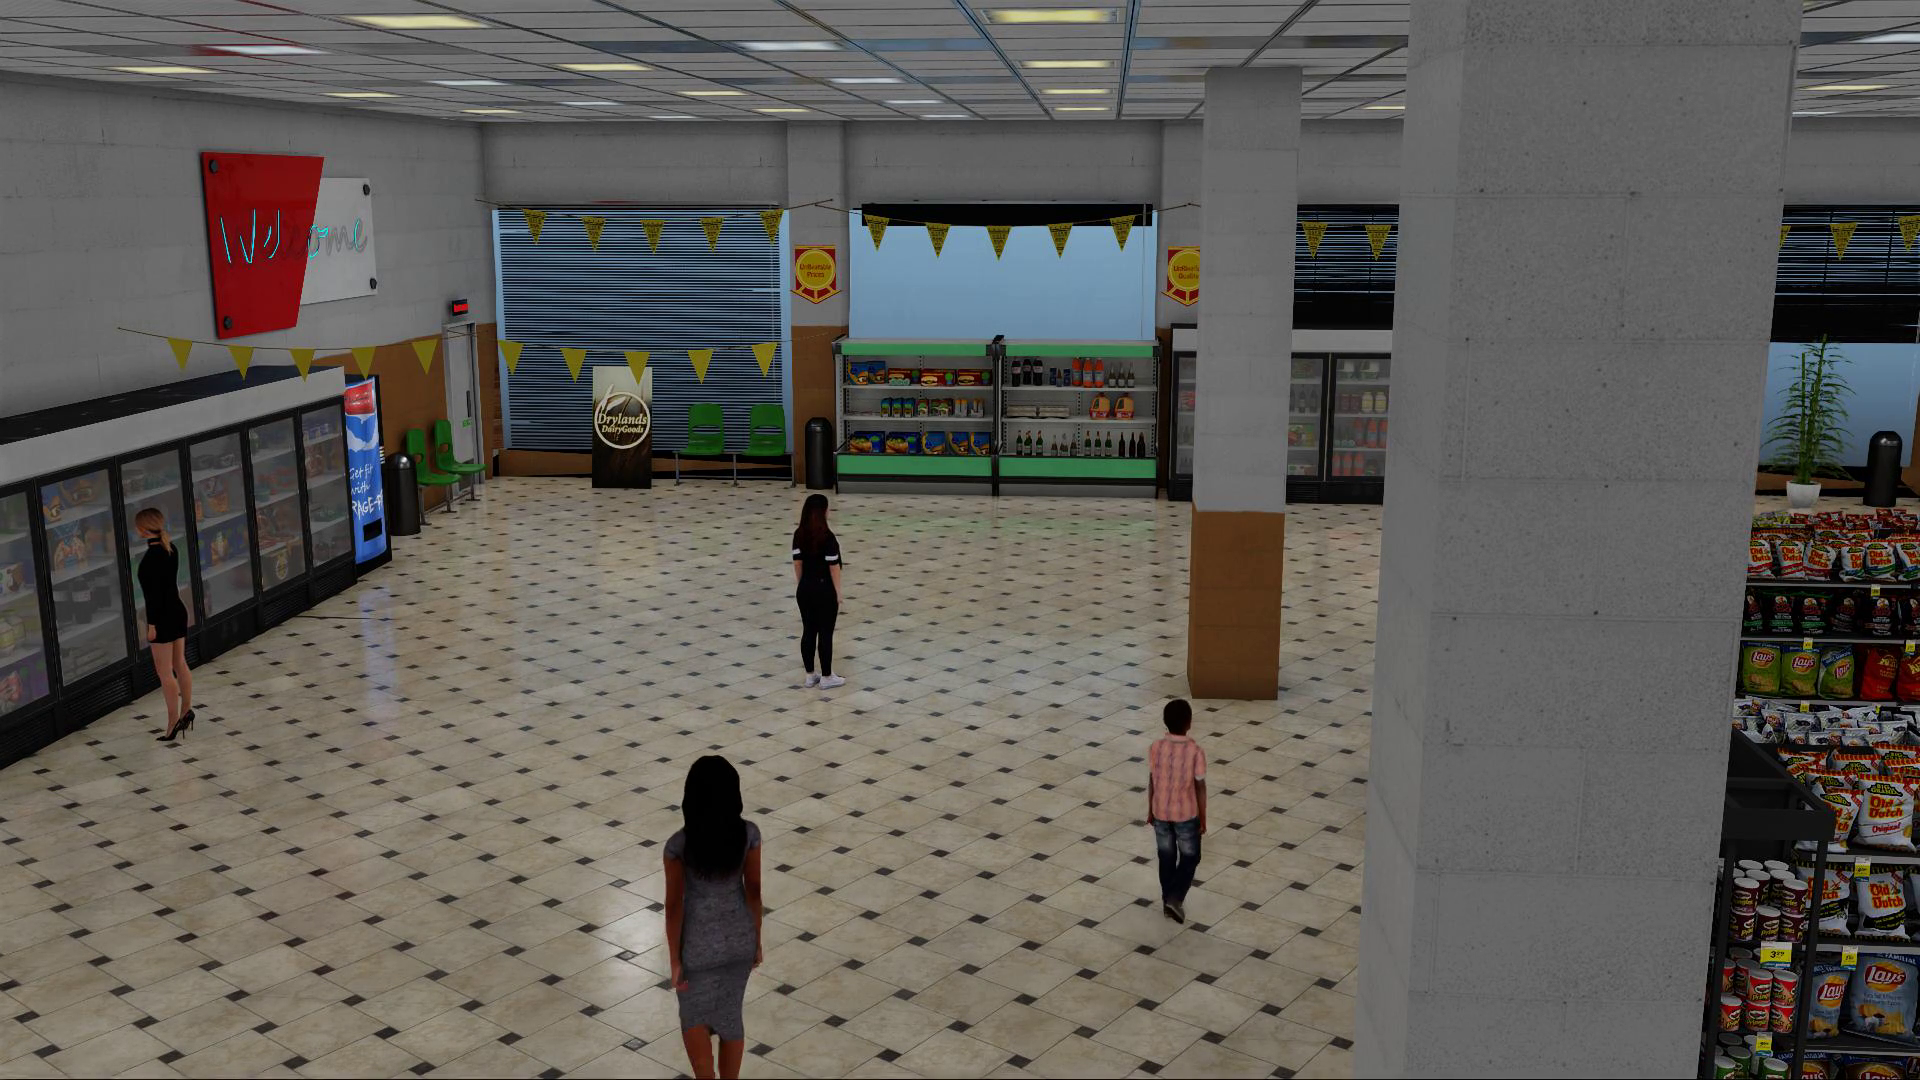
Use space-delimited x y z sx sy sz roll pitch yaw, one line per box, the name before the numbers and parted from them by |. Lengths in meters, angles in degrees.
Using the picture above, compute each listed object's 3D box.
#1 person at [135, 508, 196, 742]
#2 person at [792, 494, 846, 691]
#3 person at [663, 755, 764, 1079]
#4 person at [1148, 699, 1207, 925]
person | -6.001 0.624 12.531 0.541 1.768 0.599 0 12 -2
person | -1.183 0.421 13.808 0.668 1.639 0.764 8 14 32
person | -1.007 1.785 7.016 0.812 1.769 0.816 -4 13 -20
person | 1.189 1.539 9.328 0.720 1.297 0.676 5 13 22
